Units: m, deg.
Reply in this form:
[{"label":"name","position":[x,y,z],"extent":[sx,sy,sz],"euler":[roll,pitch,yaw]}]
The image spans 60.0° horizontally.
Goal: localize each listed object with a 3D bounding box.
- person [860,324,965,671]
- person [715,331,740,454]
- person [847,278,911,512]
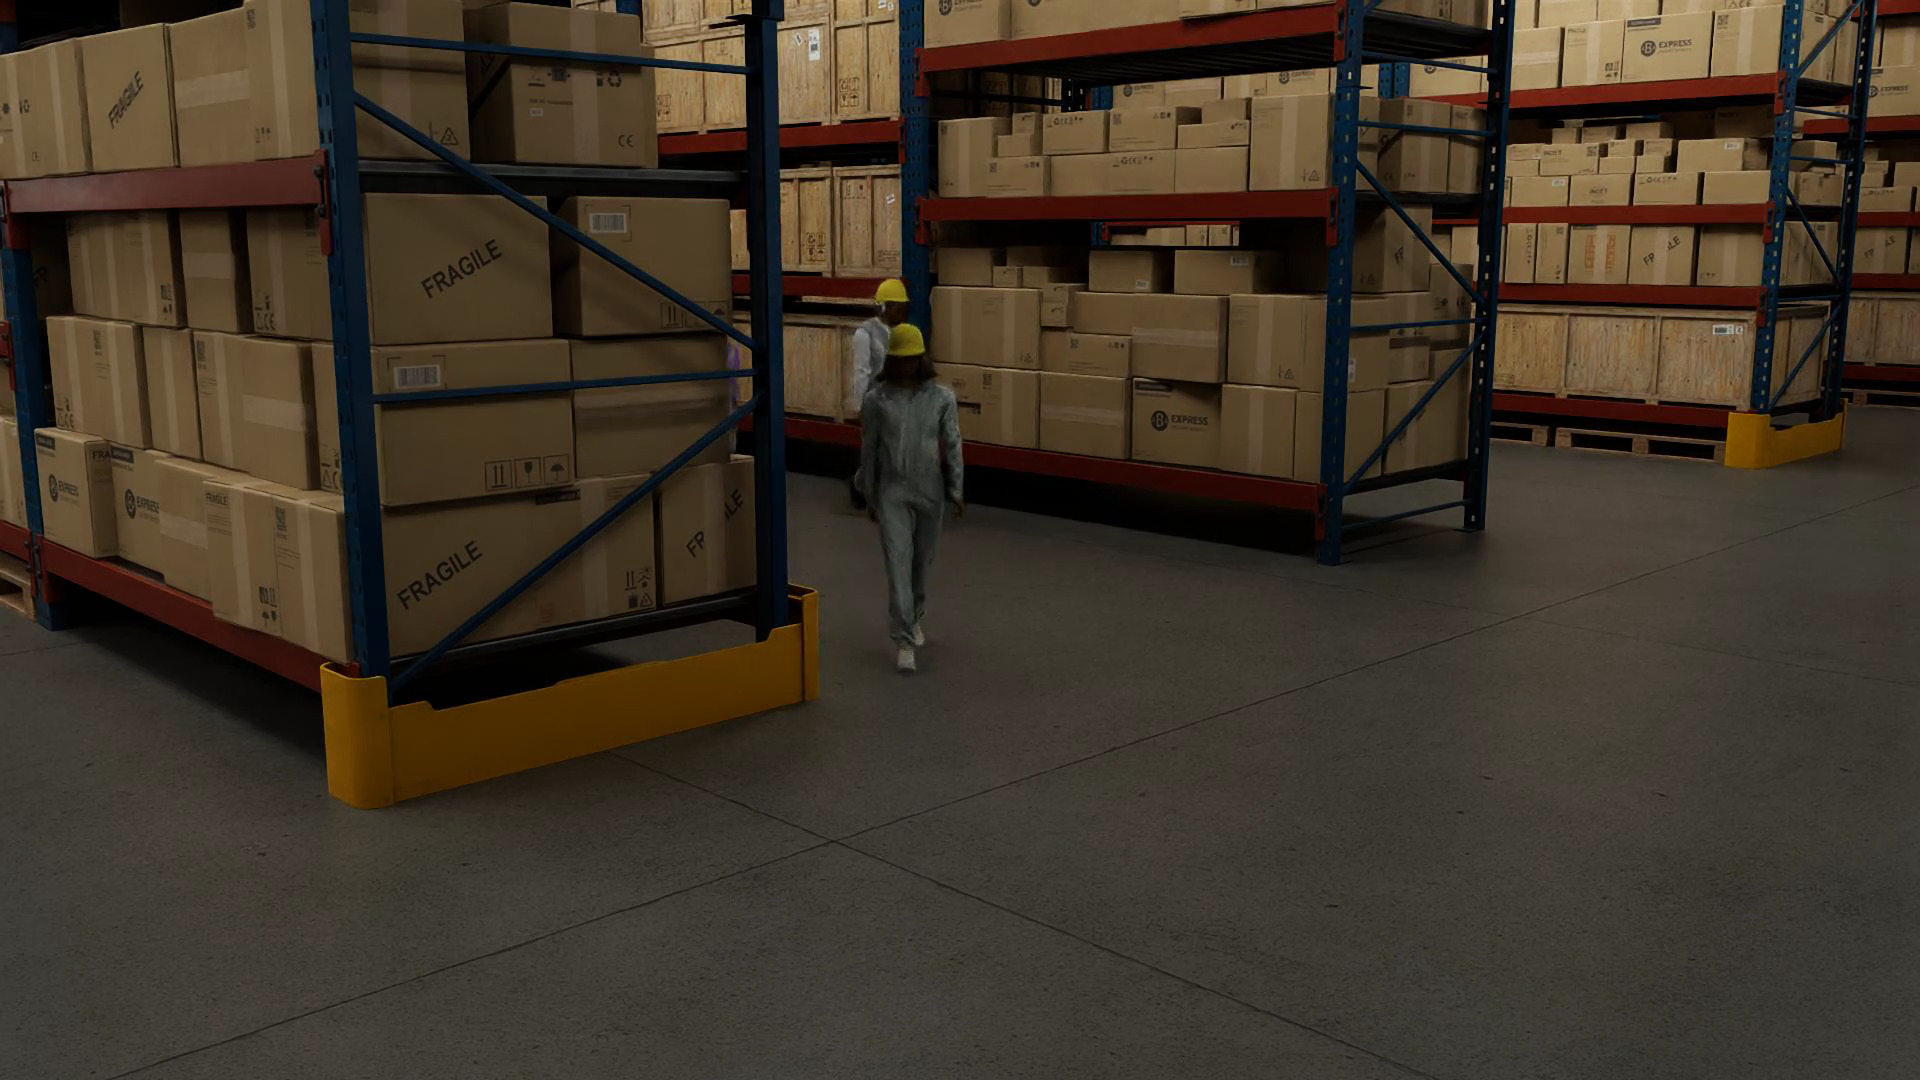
[{"label":"person","position":[-0.245,-0.235,8.353],"extent":[0.499,1.696,0.894],"euler":[-2,11,-9]},{"label":"person","position":[-1.387,-0.472,9.072],"extent":[0.570,1.915,0.625],"euler":[-8,13,-38]},{"label":"person","position":[-0.563,-1.045,12.446],"extent":[0.507,1.818,0.613],"euler":[10,14,43]}]
